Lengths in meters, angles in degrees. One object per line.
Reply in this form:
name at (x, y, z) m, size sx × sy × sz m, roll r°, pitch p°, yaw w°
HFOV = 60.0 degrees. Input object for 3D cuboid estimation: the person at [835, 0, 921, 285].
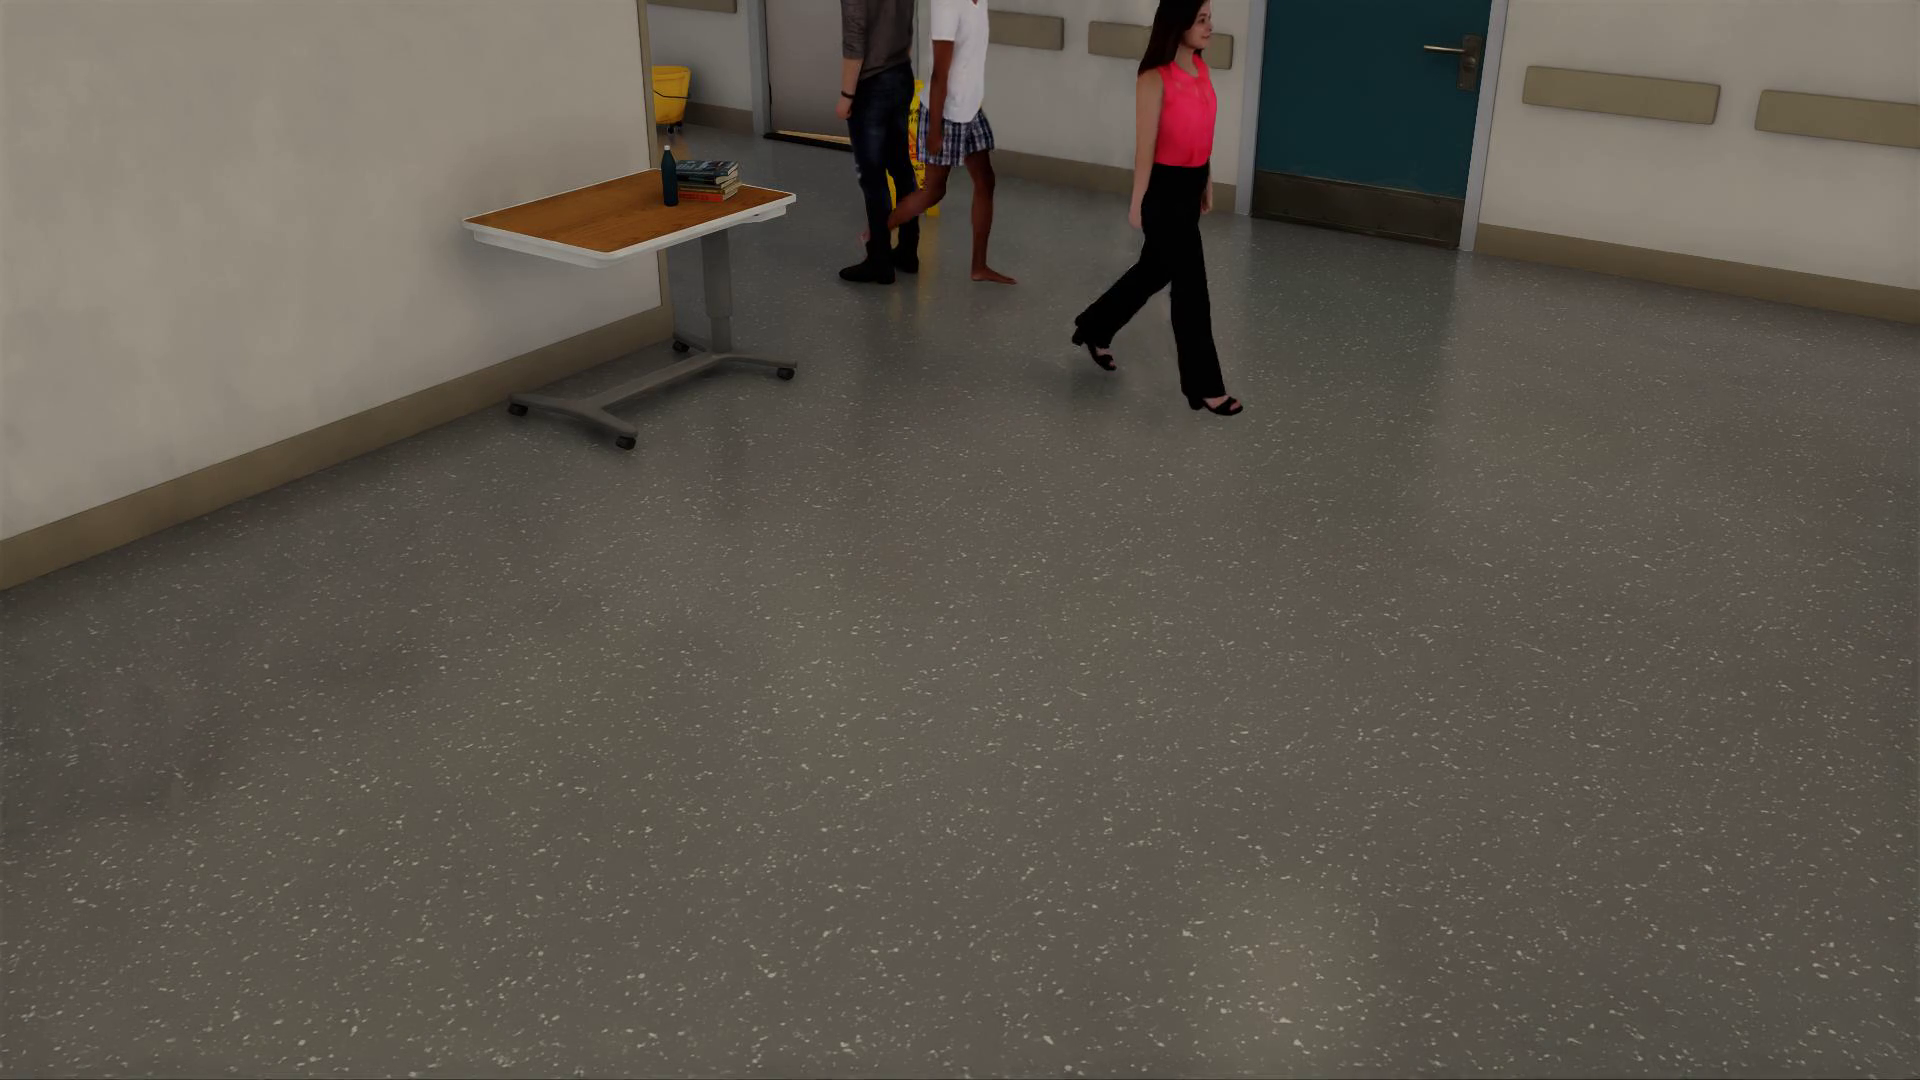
person at (-0.388, -2.215, 8.123) m, size 0.543 × 1.903 × 0.666 m, roll 17°, pitch 31°, yaw 32°

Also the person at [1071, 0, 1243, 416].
person at (0.765, -1.334, 6.621) m, size 1.072 × 1.622 × 0.586 m, roll 16°, pitch 30°, yaw 30°

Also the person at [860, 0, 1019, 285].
person at (-0.108, -2.056, 8.042) m, size 1.081 × 1.687 × 0.784 m, roll 11°, pitch 28°, yaw 22°
